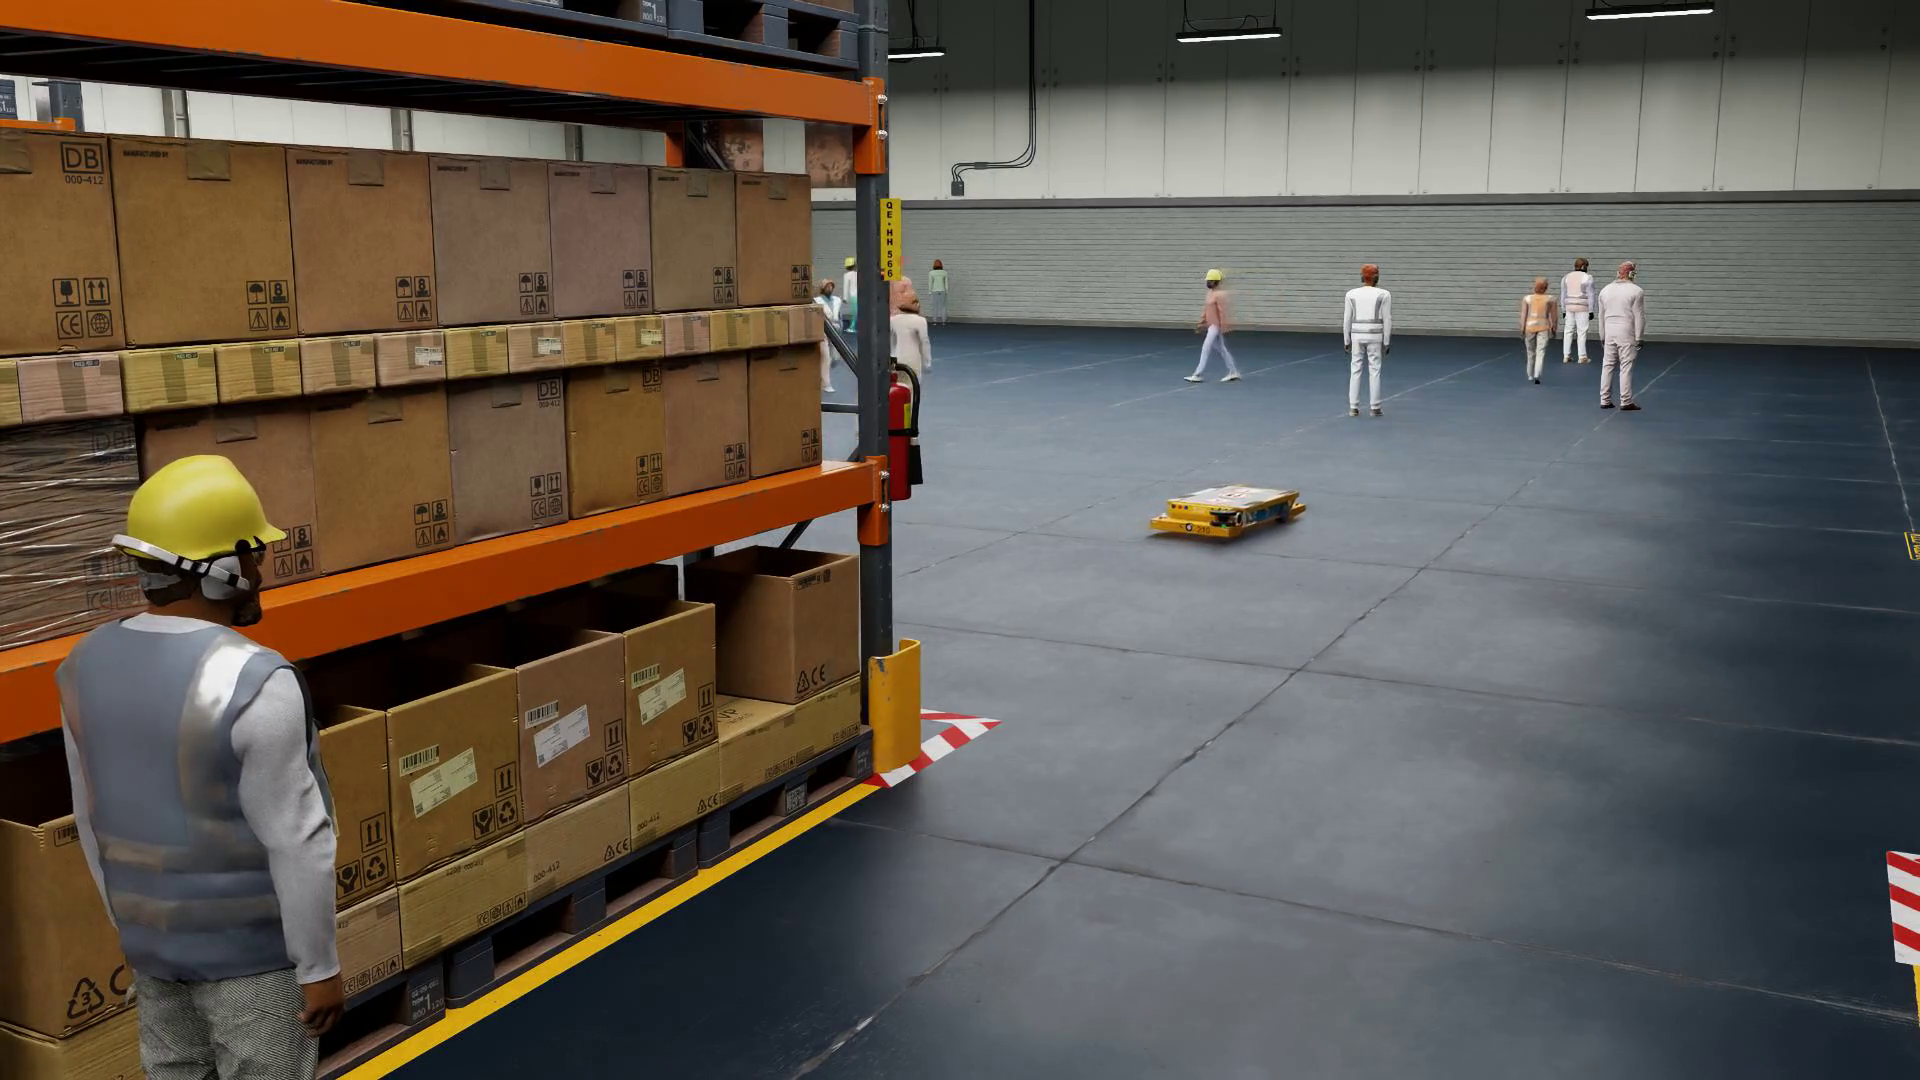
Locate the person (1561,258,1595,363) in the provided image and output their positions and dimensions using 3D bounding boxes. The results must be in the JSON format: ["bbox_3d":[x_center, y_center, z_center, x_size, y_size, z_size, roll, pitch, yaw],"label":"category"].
[{"bbox_3d":[10.899,-4.035,29.310,0.429,1.837,0.621,-8,13,-39],"label":"person"}]

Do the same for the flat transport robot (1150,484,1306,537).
[{"bbox_3d":[2.100,-0.244,12.901,0.652,0.197,1.431,7,12,34],"label":"flat transport robot"}]

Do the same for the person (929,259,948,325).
[{"bbox_3d":[-0.542,-6.217,41.757,0.497,1.633,0.279,-1,10,-7],"label":"person"}]

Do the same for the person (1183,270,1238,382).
[{"bbox_3d":[3.888,-3.272,25.481,0.922,1.721,0.527,-2,11,-8],"label":"person"}]

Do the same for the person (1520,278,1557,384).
[{"bbox_3d":[8.814,-3.194,25.354,0.527,1.599,0.833,4,11,22],"label":"person"}]

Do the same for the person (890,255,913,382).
[{"bbox_3d":[-0.966,-3.382,25.408,0.605,1.953,0.708,3,11,14],"label":"person"}]

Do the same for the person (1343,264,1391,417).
[{"bbox_3d":[5.051,-2.470,20.645,0.577,1.881,0.349,5,12,26],"label":"person"}]

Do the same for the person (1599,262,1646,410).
[{"bbox_3d":[8.538,-2.623,21.426,0.410,1.905,0.641,-7,12,-33],"label":"person"}]

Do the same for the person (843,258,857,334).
[{"bbox_3d":[-2.416,-5.505,37.620,0.802,1.717,0.548,8,13,37],"label":"person"}]

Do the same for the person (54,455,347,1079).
[{"bbox_3d":[-1.423,0.747,3.236,0.593,1.833,0.404,5,11,24],"label":"person"}]

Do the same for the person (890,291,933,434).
[{"bbox_3d":[-0.559,-1.986,18.739,0.508,1.622,0.368,8,13,37],"label":"person"}]

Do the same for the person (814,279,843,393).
[{"bbox_3d":[-1.926,-2.934,23.865,0.525,1.622,0.446,-9,14,-40],"label":"person"}]
